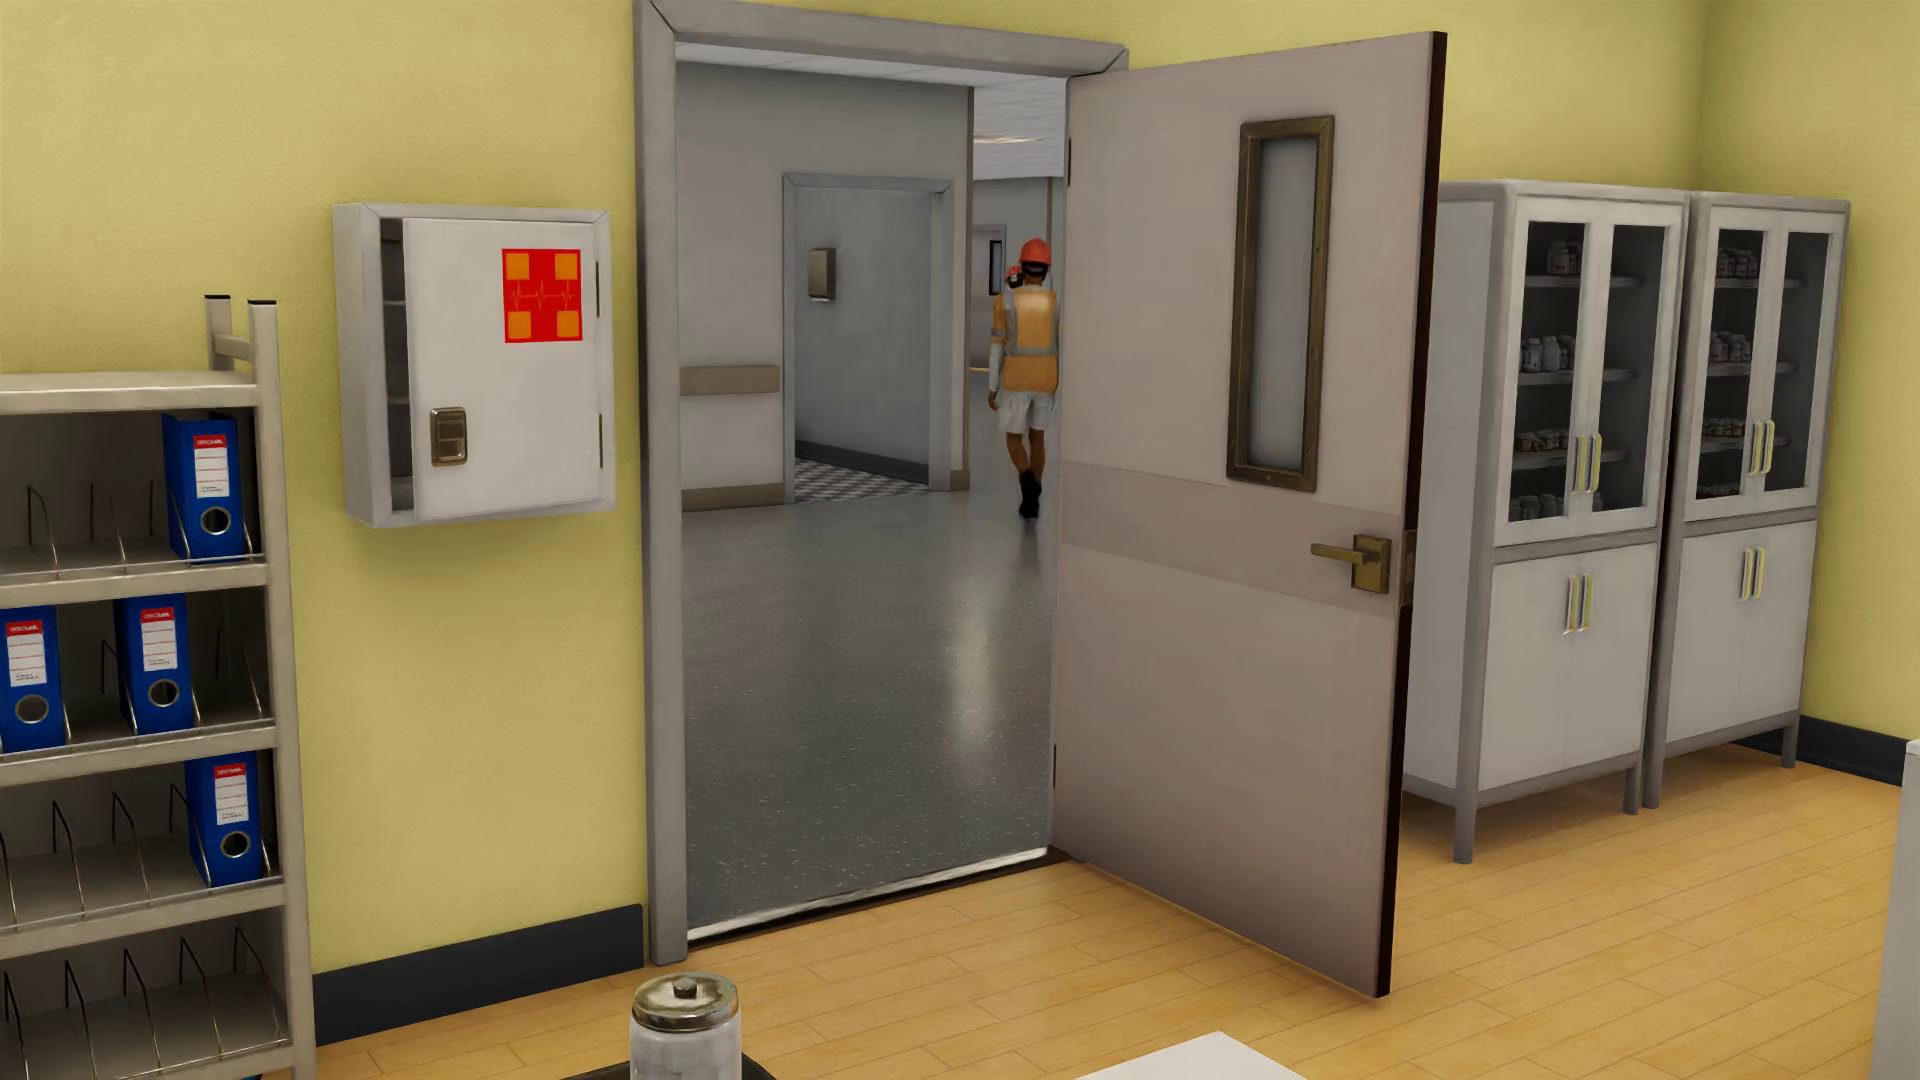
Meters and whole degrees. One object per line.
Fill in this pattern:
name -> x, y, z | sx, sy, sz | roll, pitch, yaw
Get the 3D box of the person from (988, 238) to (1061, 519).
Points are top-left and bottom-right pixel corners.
person -> 0.473, -1.063, 11.137 | 0.559, 1.906, 0.707 | 0, 10, -8

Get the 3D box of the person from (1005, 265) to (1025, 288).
person -> 0.708, -2.471, 20.148 | 0.354, 1.723, 0.583 | -1, 10, -11

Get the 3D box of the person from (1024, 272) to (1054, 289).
person -> 1.120, -3.298, 24.467 | 0.397, 1.939, 0.602 | 8, 12, 35
